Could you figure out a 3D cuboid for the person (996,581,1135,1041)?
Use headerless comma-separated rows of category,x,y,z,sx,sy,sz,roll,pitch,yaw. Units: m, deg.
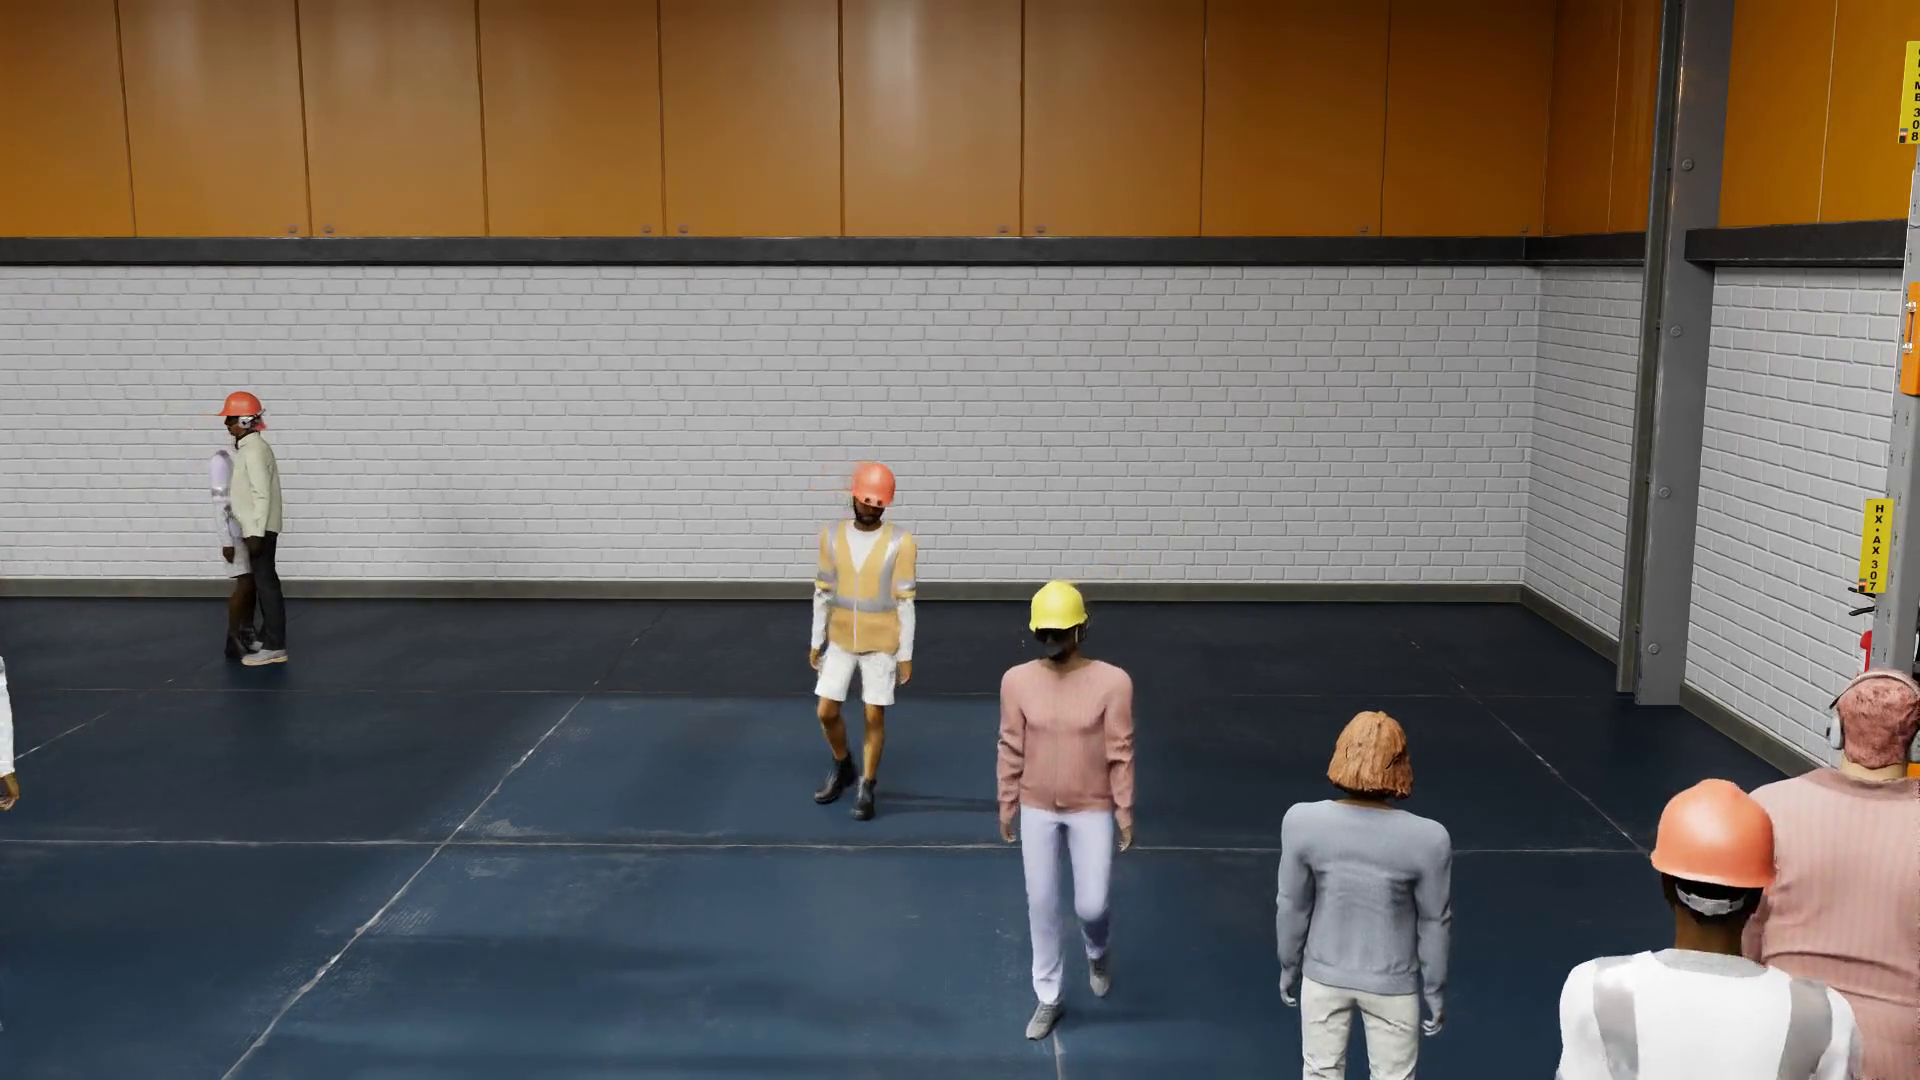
person,0.406,1.004,6.323,0.538,1.750,0.442,3,10,18

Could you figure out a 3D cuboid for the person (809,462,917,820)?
person,-0.500,0.530,8.722,0.601,1.909,0.509,3,10,17

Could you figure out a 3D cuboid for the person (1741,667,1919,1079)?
person,2.302,1.266,4.295,0.665,1.907,0.403,7,12,36

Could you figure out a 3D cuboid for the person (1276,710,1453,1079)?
person,1.176,1.303,4.881,0.503,1.632,0.274,4,10,25

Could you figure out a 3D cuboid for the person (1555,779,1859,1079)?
person,1.441,1.436,3.278,0.553,1.911,0.827,4,10,21

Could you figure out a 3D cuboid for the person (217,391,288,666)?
person,-5.146,-0.087,12.129,0.393,1.995,0.612,-4,10,-24

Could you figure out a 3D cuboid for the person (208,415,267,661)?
person,-5.237,-0.059,12.235,0.500,1.913,0.544,3,10,20

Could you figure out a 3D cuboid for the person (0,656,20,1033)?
person,-4.047,0.864,6.446,0.996,1.999,0.613,9,13,43
